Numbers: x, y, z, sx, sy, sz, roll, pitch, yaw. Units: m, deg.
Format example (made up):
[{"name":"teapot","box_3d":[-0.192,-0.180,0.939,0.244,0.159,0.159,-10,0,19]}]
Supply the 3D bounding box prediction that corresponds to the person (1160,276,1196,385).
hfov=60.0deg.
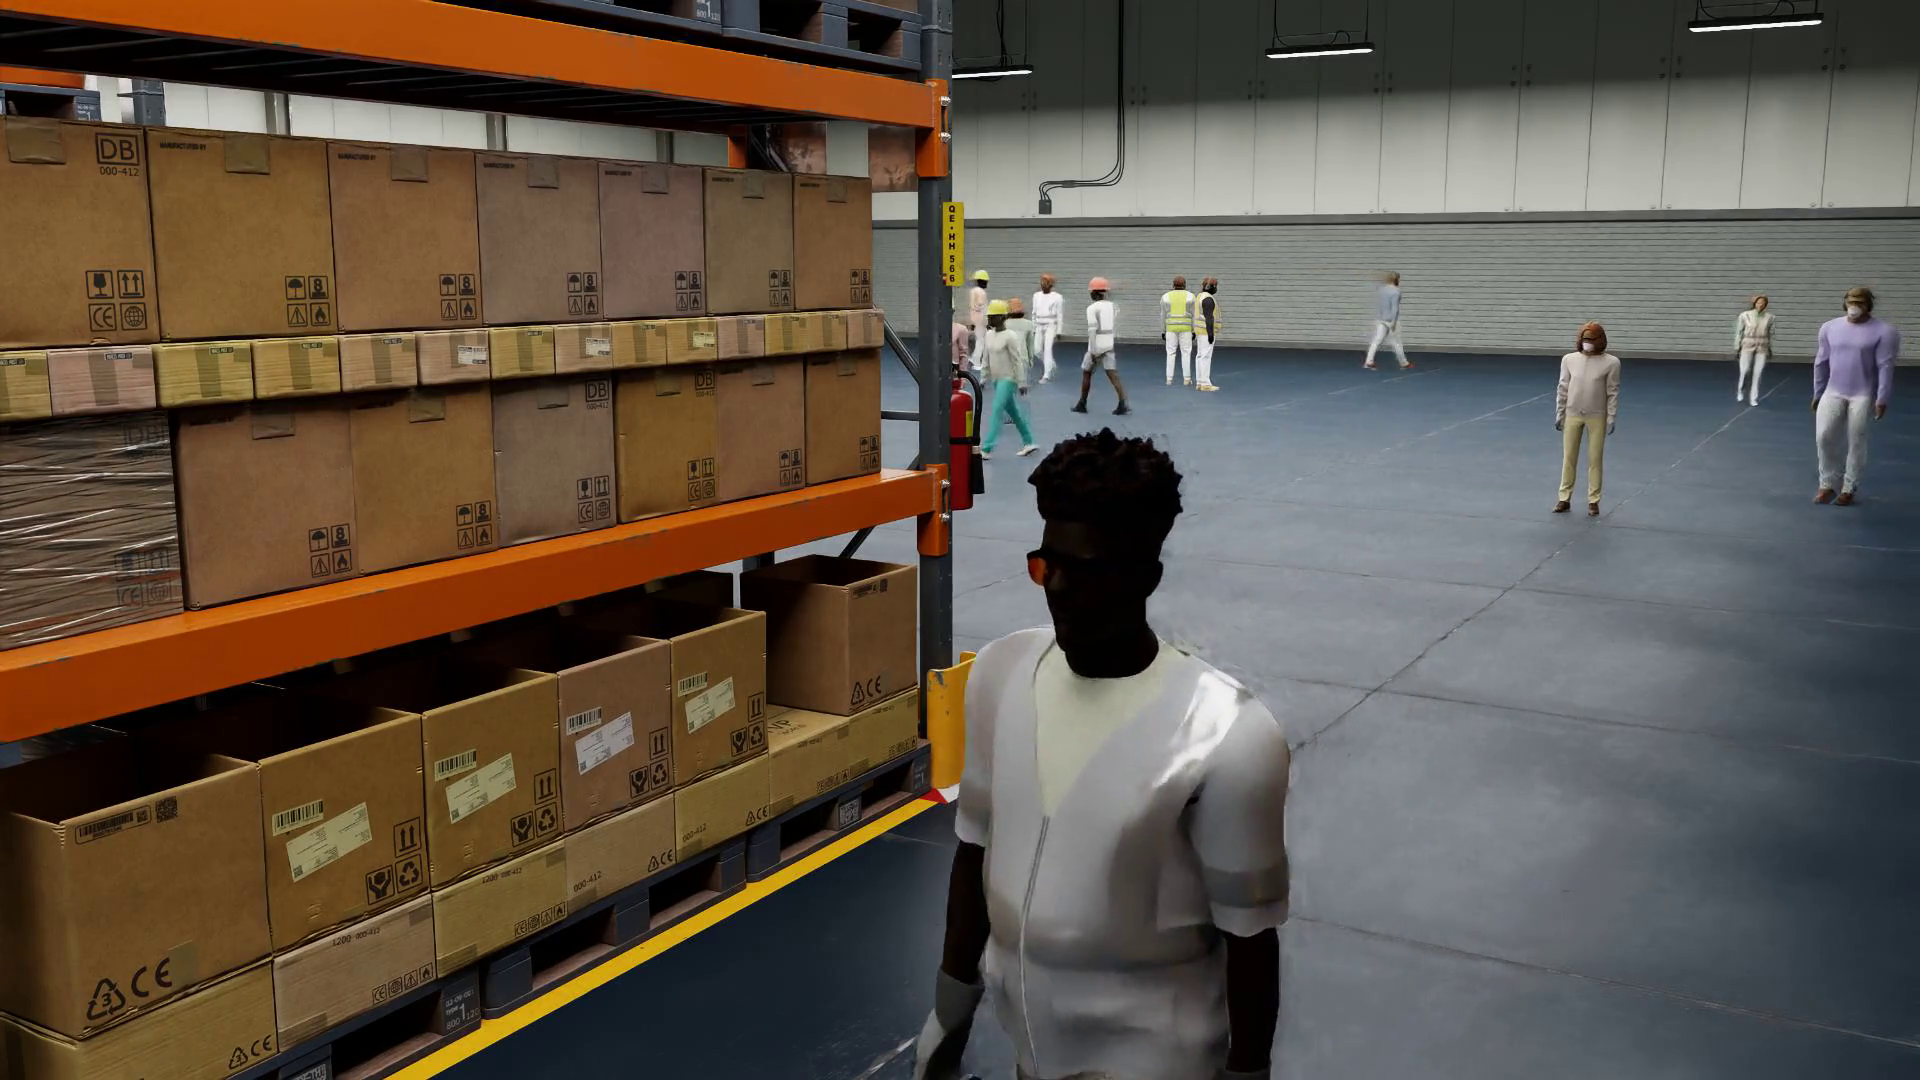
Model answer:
[{"name":"person","box_3d":[3.703,-3.540,28.148,0.626,1.844,0.429,2,10,12]}]

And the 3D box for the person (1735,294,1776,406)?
[{"name":"person","box_3d":[11.553,-2.760,24.168,0.523,1.625,0.386,3,10,14]}]

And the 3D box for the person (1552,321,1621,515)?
[{"name":"person","box_3d":[5.277,-1.024,14.026,0.497,1.633,0.278,6,12,33]}]

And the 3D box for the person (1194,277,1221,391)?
[{"name":"person","box_3d":[4.018,-3.338,26.985,0.430,1.838,0.619,-1,10,-5]}]

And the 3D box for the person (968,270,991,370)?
[{"name":"person","box_3d":[0.418,-4.170,31.626,0.418,1.912,0.595,-2,10,-9]}]

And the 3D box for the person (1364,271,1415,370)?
[{"name":"person","box_3d":[8.201,-4.175,31.748,1.027,1.890,0.663,-3,10,-16]}]

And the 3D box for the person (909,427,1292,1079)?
[{"name":"person","box_3d":[0.278,0.764,2.728,0.982,1.926,0.596,-9,13,-42]}]

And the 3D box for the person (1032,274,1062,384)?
[{"name":"person","box_3d":[1.506,-3.607,28.457,0.593,1.870,0.507,7,12,36]}]

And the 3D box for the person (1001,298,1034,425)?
[{"name":"person","box_3d":[0.718,-2.294,21.465,0.507,1.630,0.268,-4,10,-22]}]

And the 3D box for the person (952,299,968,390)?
[{"name":"person","box_3d":[-0.168,-1.810,18.241,0.523,1.769,0.309,3,10,15]}]

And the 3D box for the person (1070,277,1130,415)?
[{"name":"person","box_3d":[1.962,-2.665,22.899,0.547,1.895,0.996,-7,12,-37]}]

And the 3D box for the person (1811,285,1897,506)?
[{"name":"person","box_3d":[7.682,-1.231,14.391,0.662,1.919,0.626,9,14,44]}]

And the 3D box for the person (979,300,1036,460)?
[{"name":"person","box_3d":[0.493,-1.724,17.896,0.932,1.718,0.510,-6,11,-31]}]
